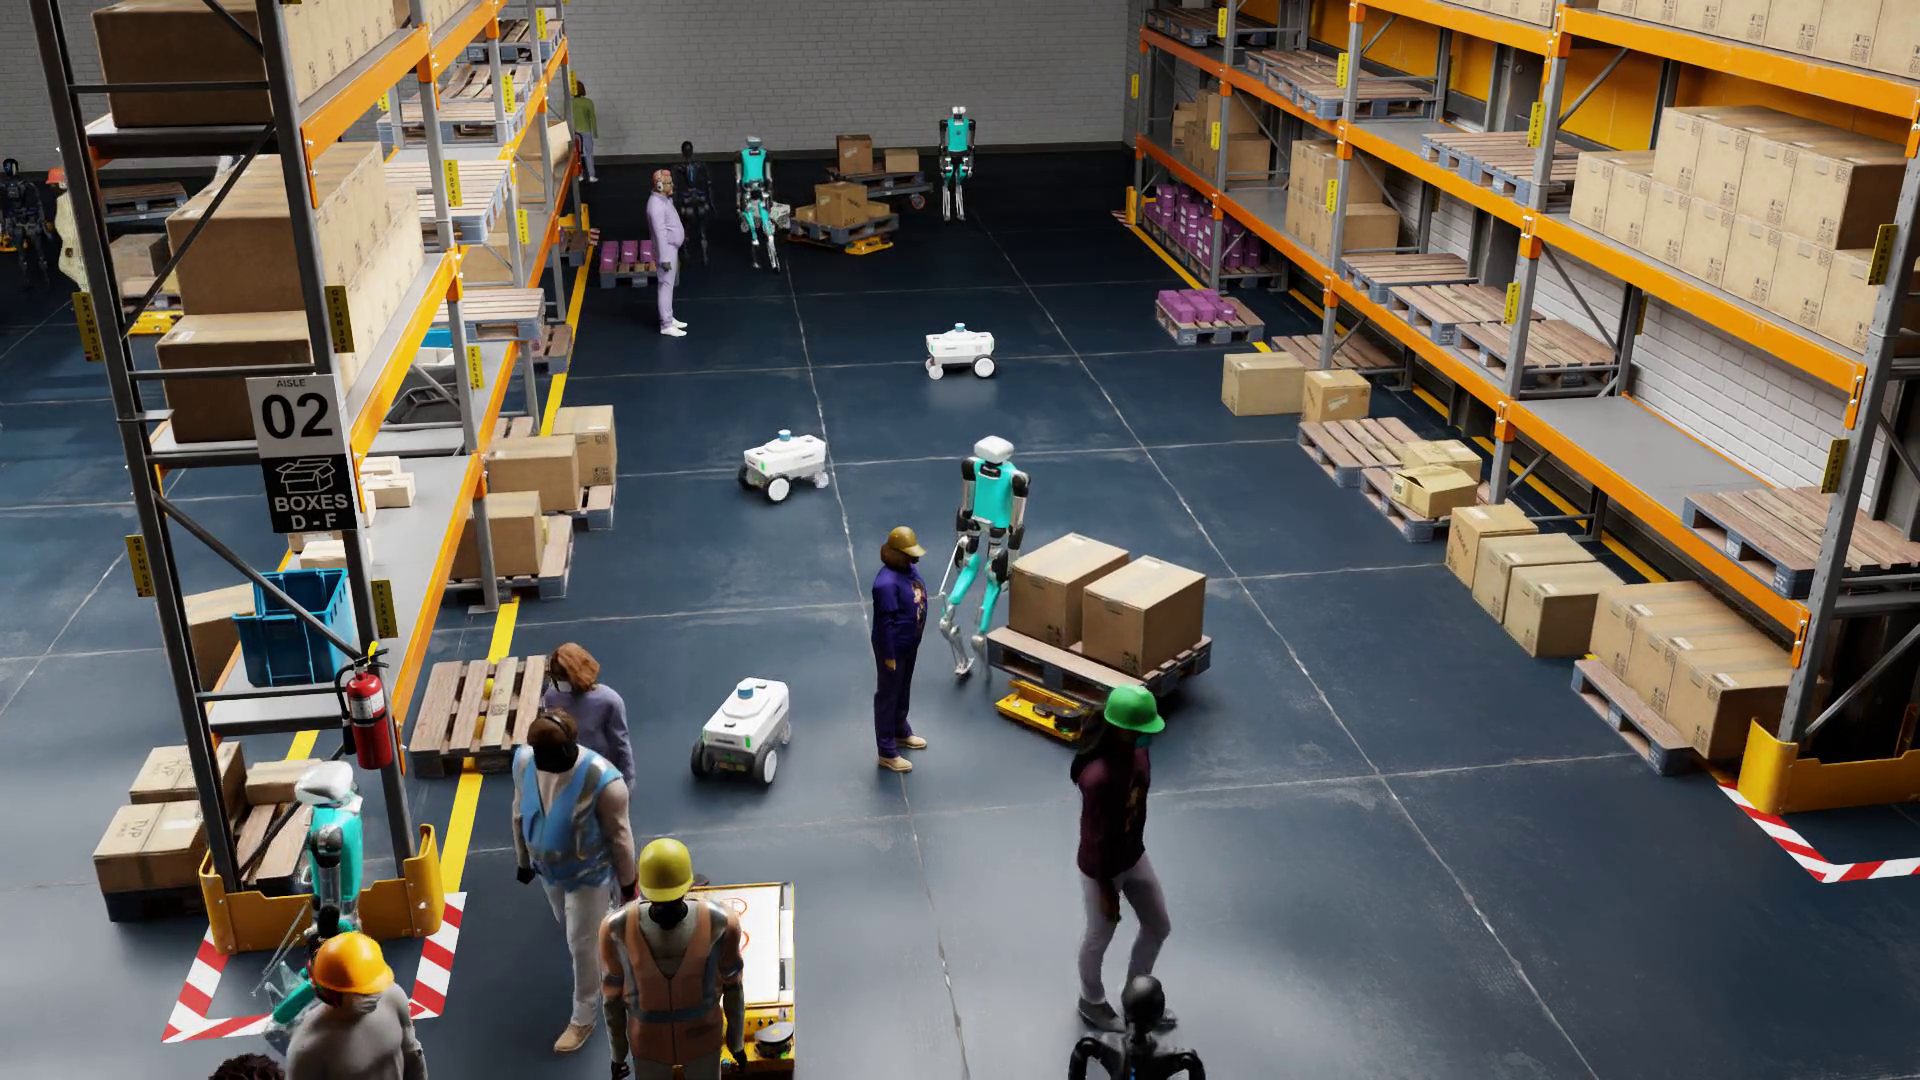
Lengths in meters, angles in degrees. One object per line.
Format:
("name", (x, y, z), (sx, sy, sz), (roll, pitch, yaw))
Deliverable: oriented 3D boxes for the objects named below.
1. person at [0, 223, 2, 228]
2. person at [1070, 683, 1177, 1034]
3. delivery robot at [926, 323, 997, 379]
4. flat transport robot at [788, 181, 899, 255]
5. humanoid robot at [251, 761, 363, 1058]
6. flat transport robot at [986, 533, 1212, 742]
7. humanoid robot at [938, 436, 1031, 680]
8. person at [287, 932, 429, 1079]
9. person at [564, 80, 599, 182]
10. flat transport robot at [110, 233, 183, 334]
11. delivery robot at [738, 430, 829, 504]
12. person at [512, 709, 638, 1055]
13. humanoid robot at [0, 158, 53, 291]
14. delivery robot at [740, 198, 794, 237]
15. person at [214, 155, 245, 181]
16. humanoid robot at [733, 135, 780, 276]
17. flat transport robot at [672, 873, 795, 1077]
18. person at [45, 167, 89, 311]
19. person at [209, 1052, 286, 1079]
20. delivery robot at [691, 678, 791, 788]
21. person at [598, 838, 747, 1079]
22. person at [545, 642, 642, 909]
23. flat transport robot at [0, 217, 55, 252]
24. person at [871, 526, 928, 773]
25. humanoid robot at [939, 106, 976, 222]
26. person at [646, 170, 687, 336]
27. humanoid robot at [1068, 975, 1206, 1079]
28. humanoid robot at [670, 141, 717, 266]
("person", (-13.708, -5.079, 23.213), (0.446, 1.912, 0.634), (13, 27, 27))
("person", (0.812, 1.576, 8.013), (0.618, 1.933, 0.509), (21, 31, 39))
("delivery robot", (0.001, -2.052, 17.962), (0.739, 0.566, 0.499), (-3, 24, -8))
("flat transport robot", (-1.688, -4.243, 23.344), (1.431, 0.231, 0.659), (19, 30, 36))
("humanoid robot", (-3.018, 1.848, 7.661), (0.692, 1.796, 0.530), (-4, 24, -8))
("flat transport robot", (0.952, 0.958, 11.495), (0.659, 0.231, 1.431), (20, 30, 37))
("humanoid robot", (0.078, 0.244, 11.367), (0.541, 1.836, 0.775), (17, 29, 33))
("person", (-2.266, 2.315, 6.408), (0.440, 1.882, 0.588), (19, 30, 37))
("person", (-6.199, -6.682, 27.216), (0.506, 1.638, 0.319), (1, 24, 2))
("flat transport robot", (-9.423, -2.770, 19.988), (0.659, 0.231, 1.431), (-3, 24, -6))
("delivery robot", (-1.557, -0.697, 14.875), (0.739, 0.566, 0.499), (-17, 29, -33))
("person", (-1.846, 1.565, 8.213), (0.640, 1.818, 0.785), (13, 27, 28))
("humanoid robot", (-11.796, -3.982, 20.980), (0.599, 1.657, 0.315), (-3, 24, -8))
("delivery robot", (-2.789, -4.686, 24.009), (0.795, 0.603, 0.499), (13, 27, 28))
("person", (-9.775, -4.709, 22.612), (0.508, 1.703, 0.793), (8, 25, 18))
("humanoid robot", (-2.594, -4.324, 21.772), (0.554, 1.820, 0.876), (-10, 26, -22))
("flat transport robot", (-1.188, 2.217, 8.626), (0.659, 0.231, 1.431), (-2, 24, -5))
("person", (-10.768, -3.633, 20.112), (0.388, 1.737, 0.594), (-12, 27, -26))
("person", (-2.226, 2.598, 5.695), (0.461, 1.922, 0.636), (-2, 24, -4))
("delivery robot", (-1.359, 1.194, 10.599), (0.499, 0.592, 0.791), (7, 25, 15))
("person", (-1.174, 2.067, 6.905), (0.585, 1.930, 0.360), (-3, 24, -7))
("person", (-2.010, 1.302, 9.023), (0.508, 1.618, 0.350), (10, 25, 21))
("flat transport robot", (-13.390, -4.307, 23.490), (0.659, 0.231, 1.431), (-3, 24, -8))
("person", (-0.363, 0.666, 10.477), (0.352, 1.619, 0.456), (8, 25, 18))
("humanoid robot", (-0.075, -5.513, 24.241), (0.533, 1.681, 0.735), (-3, 24, -8))
("person", (-3.376, -3.323, 19.213), (0.411, 1.906, 0.652), (-3, 24, -6))
("humanoid robot", (0.664, 2.422, 6.474), (0.613, 1.617, 0.803), (5, 24, 10))
("humanoid robot", (-3.566, -4.499, 22.195), (0.609, 1.639, 0.591), (-8, 25, -18))
